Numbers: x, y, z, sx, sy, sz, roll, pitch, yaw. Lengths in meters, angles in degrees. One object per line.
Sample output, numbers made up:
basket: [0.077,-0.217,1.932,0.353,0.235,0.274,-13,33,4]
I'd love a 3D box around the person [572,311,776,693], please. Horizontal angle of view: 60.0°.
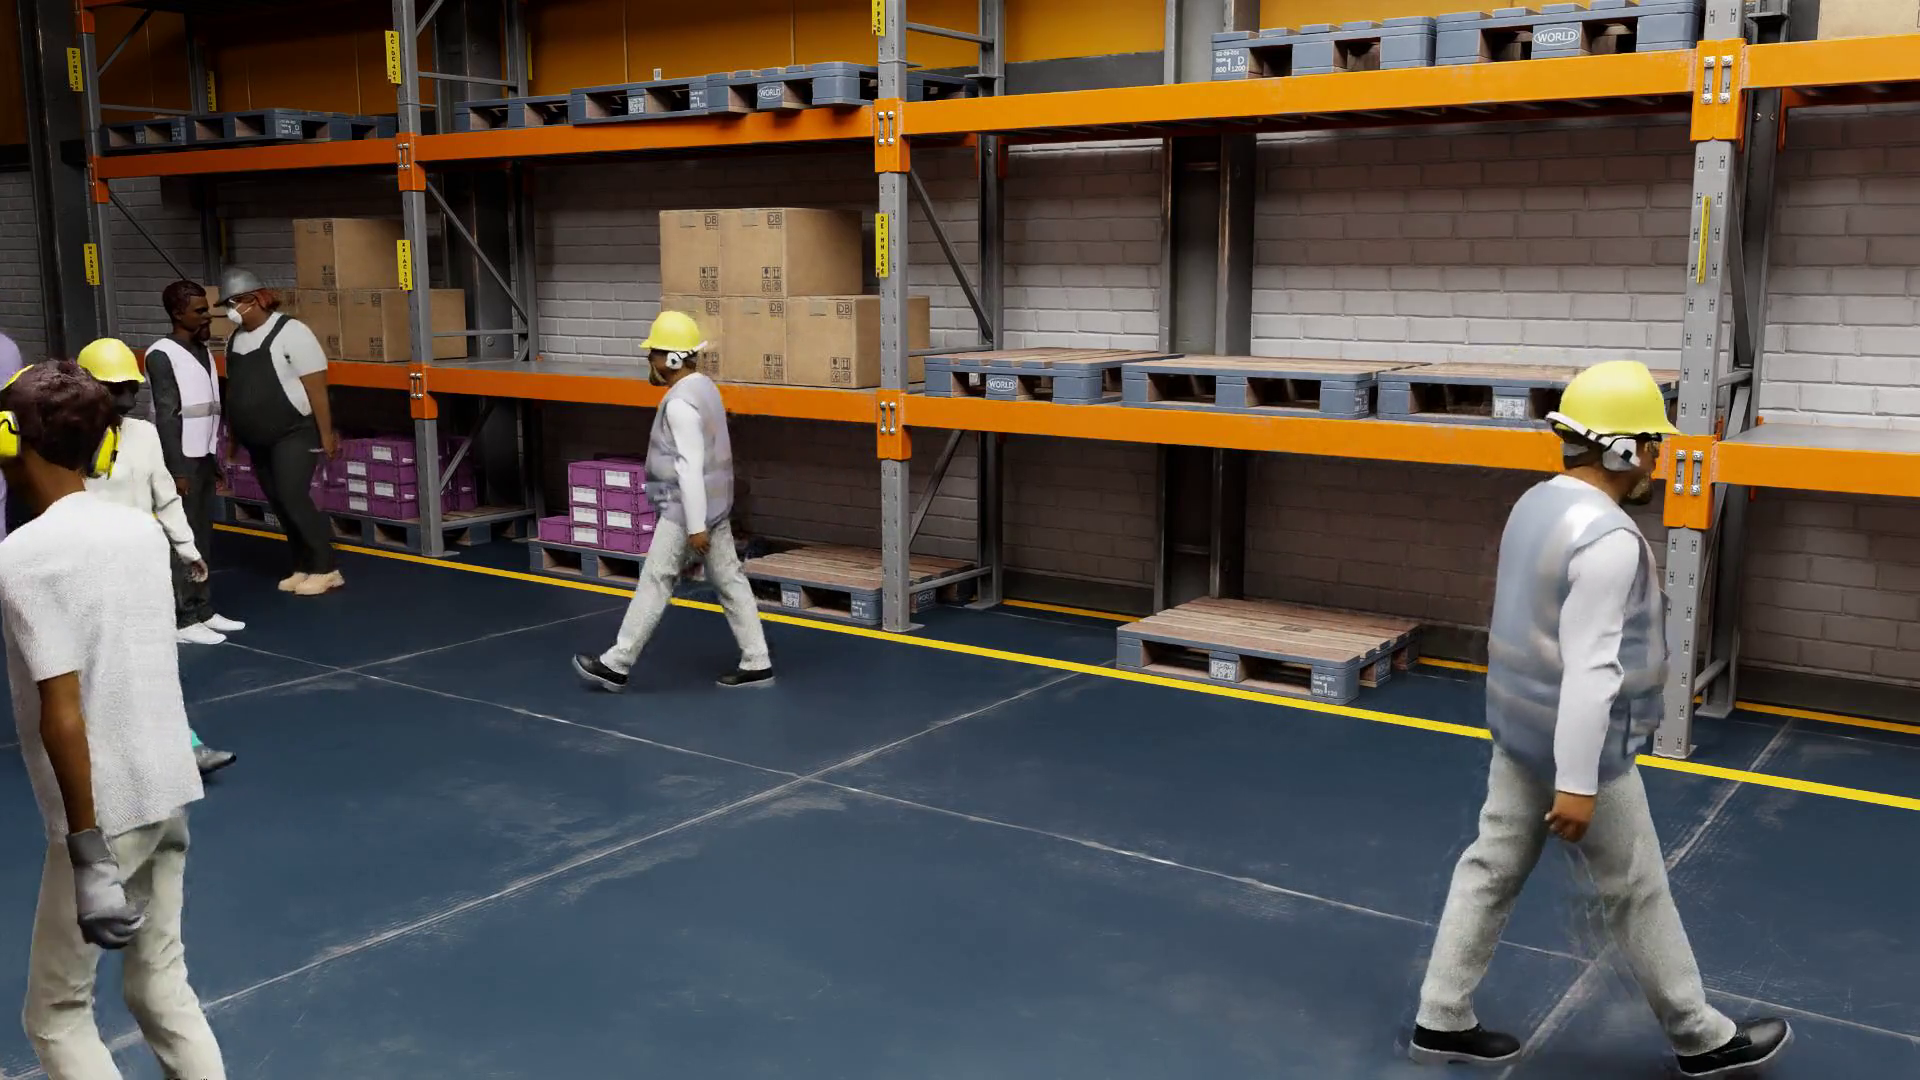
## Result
person: [-1.322,-0.163,7.755,0.959,1.781,0.595,1,10,7]

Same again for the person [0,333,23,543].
person: [-5.962,-0.596,10.044,0.645,1.892,0.463,0,10,1]

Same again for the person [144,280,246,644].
person: [-4.113,-0.415,8.874,0.394,1.920,0.586,-1,10,-3]

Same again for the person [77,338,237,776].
person: [-3.229,0.083,6.480,0.897,1.719,0.537,2,10,12]

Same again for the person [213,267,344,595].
person: [-4.157,-0.680,10.087,0.725,2.000,0.575,5,11,29]

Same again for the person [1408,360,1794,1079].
person: [1.563,0.461,4.051,0.918,1.778,0.630,0,10,-1]

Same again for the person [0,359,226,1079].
person: [-1.667,0.561,3.316,0.514,1.829,0.541,1,10,9]
